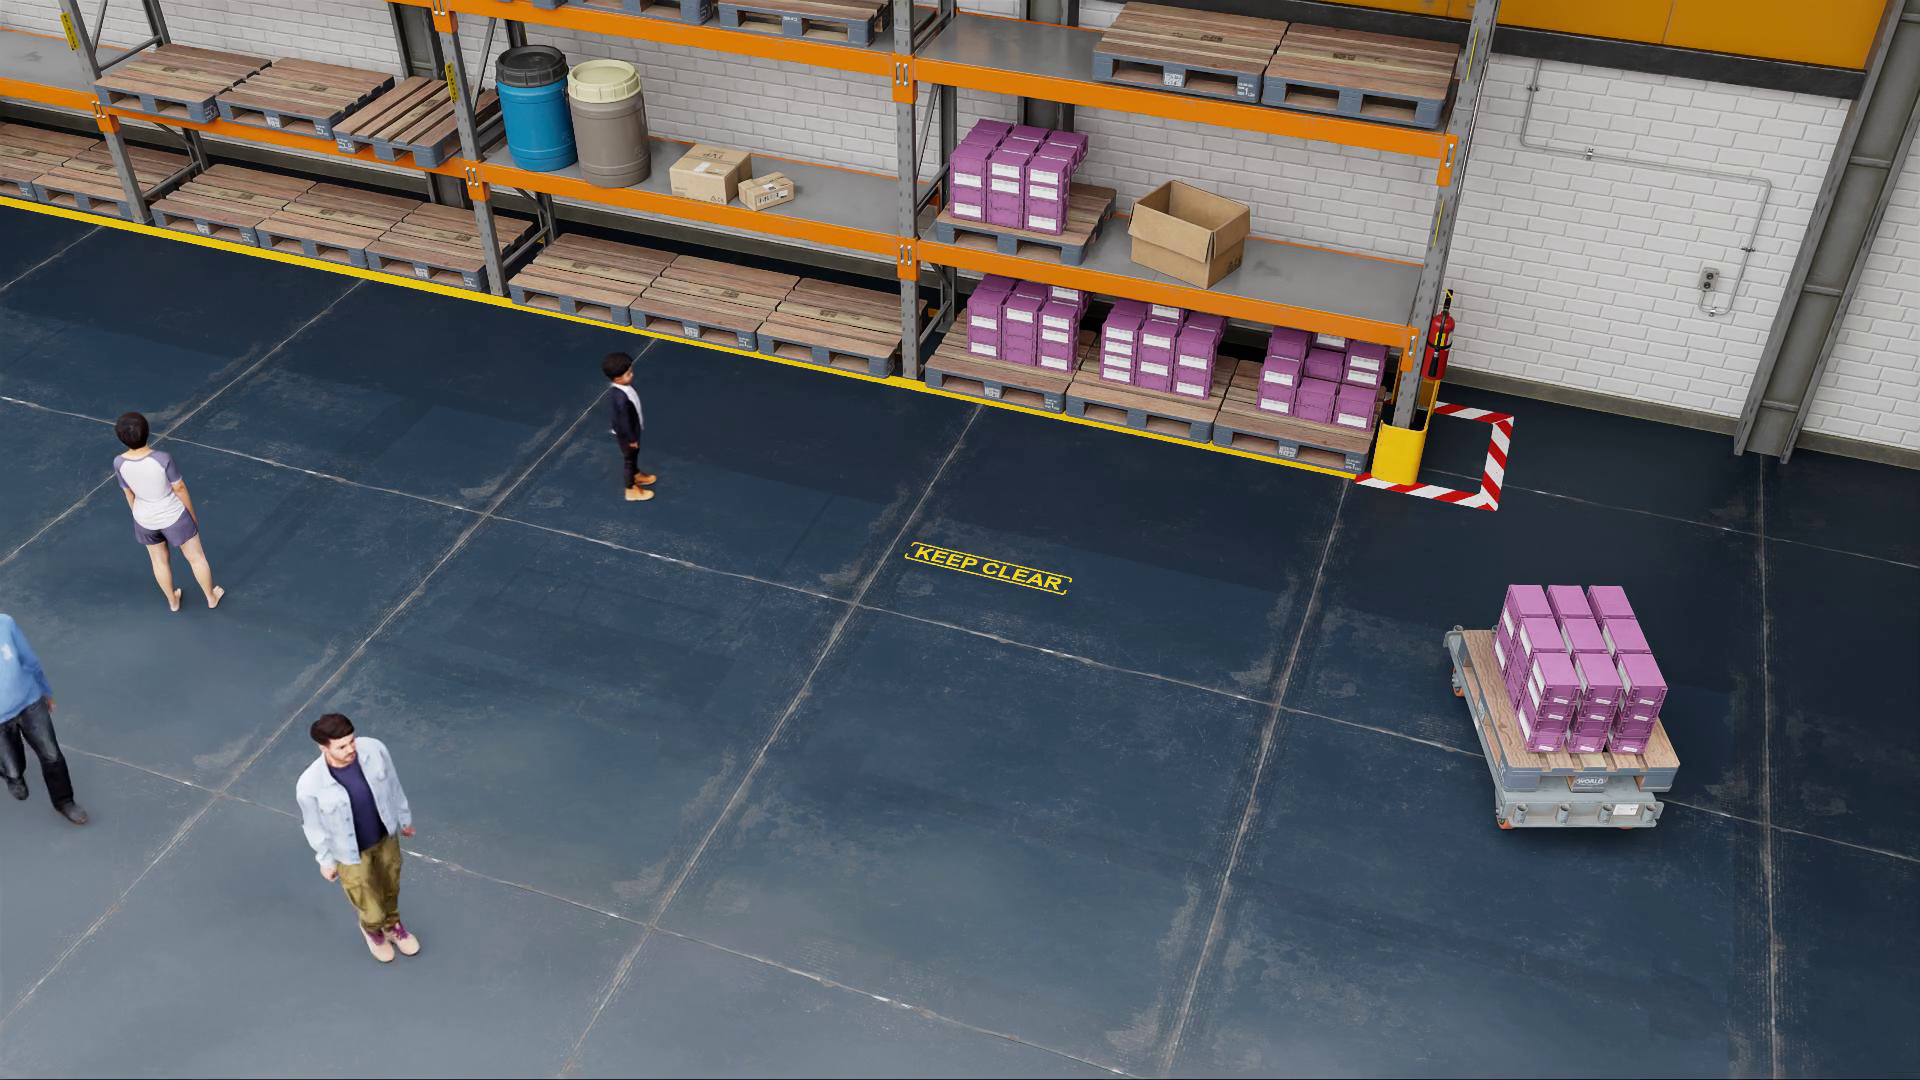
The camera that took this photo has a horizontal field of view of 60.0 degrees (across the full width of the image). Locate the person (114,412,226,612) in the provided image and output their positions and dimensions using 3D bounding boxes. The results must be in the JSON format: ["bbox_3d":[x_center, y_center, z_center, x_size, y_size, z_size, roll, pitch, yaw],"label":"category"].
[{"bbox_3d":[-5.385,-0.182,11.226,0.600,1.562,0.704,-4,39,-5],"label":"person"}]

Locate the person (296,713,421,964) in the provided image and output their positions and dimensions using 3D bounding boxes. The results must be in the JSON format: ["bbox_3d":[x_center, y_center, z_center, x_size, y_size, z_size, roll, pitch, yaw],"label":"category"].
[{"bbox_3d":[-3.225,1.567,8.846,0.781,1.799,0.788,28,46,30],"label":"person"}]

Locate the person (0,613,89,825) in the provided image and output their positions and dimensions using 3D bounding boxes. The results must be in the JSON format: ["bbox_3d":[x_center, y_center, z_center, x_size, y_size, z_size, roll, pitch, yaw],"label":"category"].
[{"bbox_3d":[-5.566,0.933,9.634,0.953,1.807,0.826,26,46,29],"label":"person"}]

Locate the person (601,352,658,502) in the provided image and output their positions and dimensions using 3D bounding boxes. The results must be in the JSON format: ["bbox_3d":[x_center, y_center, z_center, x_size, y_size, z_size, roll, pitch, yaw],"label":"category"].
[{"bbox_3d":[-2.477,-0.859,12.344,0.592,1.225,0.573,-3,39,-4],"label":"person"}]
